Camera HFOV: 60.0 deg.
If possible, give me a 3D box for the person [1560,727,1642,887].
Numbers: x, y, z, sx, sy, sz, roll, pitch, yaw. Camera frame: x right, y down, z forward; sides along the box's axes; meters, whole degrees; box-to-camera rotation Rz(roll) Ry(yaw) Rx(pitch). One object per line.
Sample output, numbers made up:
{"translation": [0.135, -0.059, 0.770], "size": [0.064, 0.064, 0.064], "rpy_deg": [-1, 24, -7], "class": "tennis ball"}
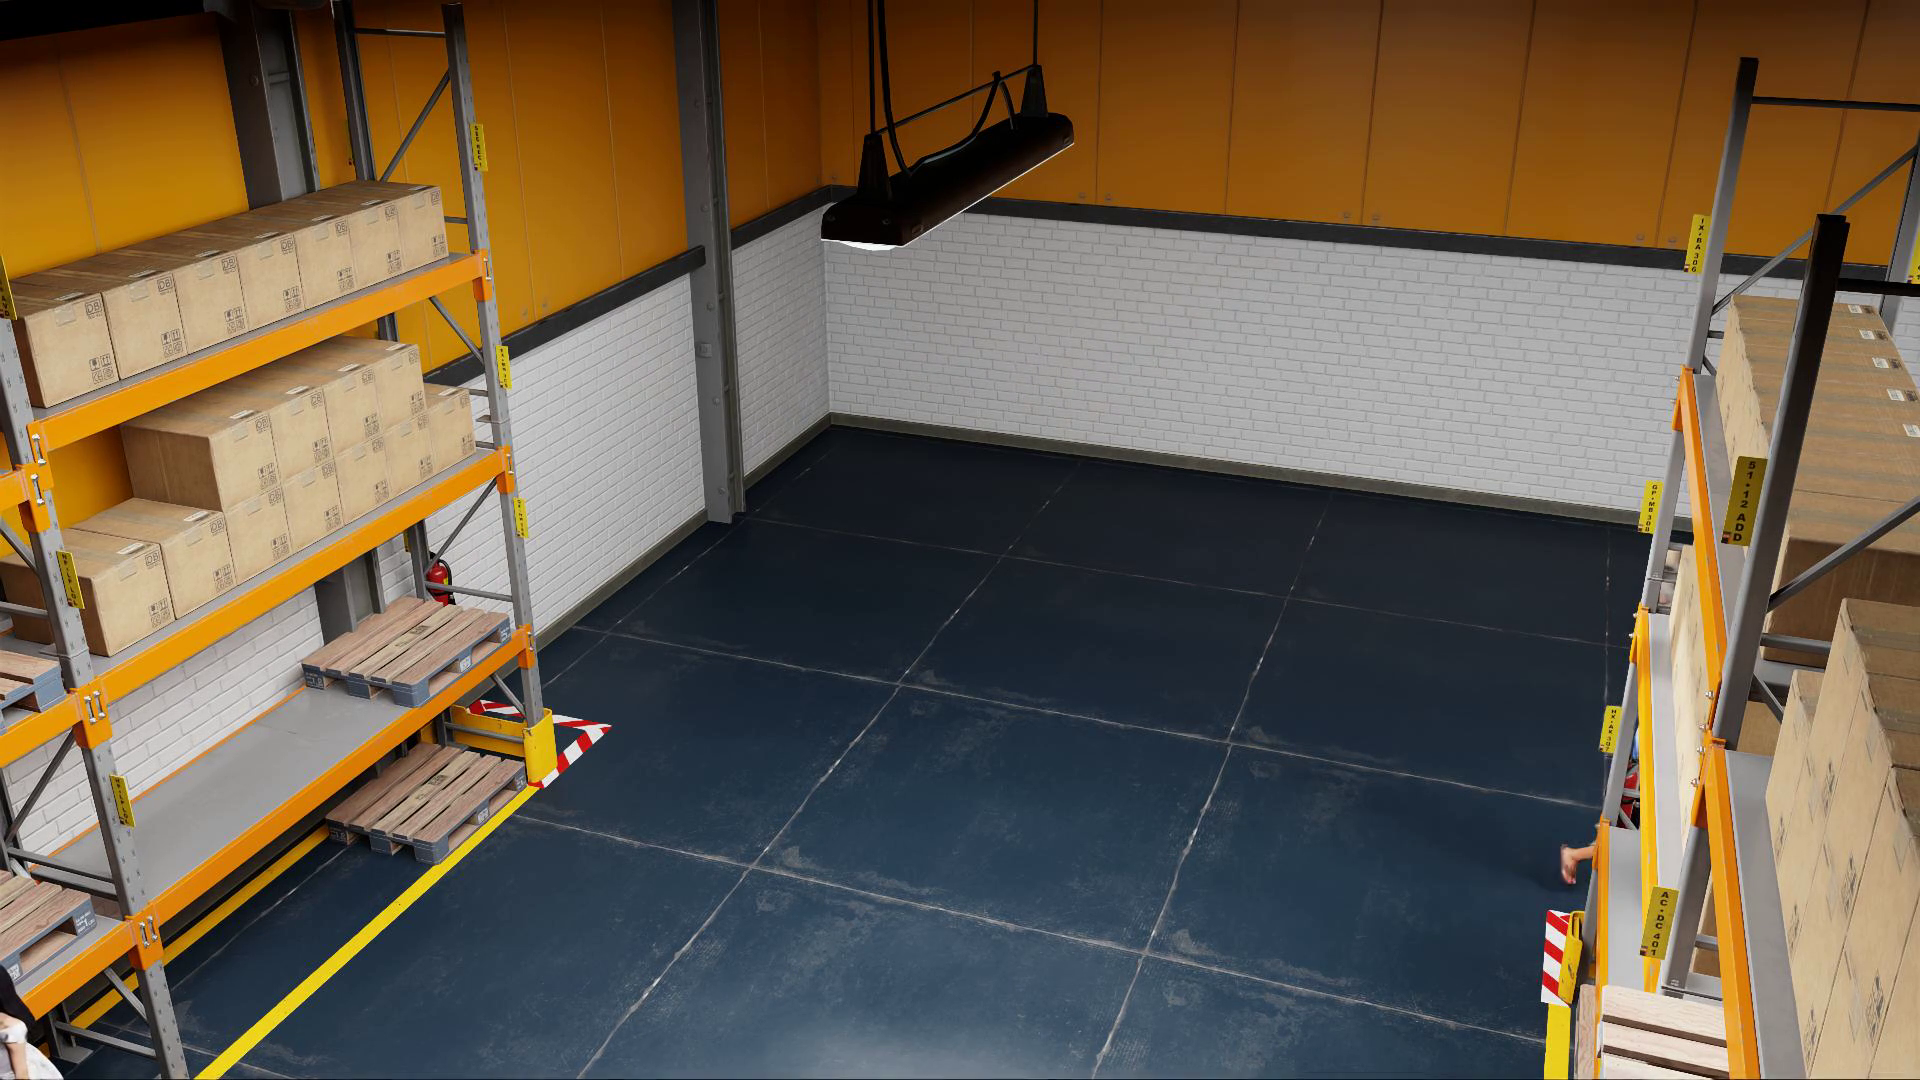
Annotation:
{"translation": [4.694, 1.760, 11.595], "size": [0.978, 1.841, 1.082], "rpy_deg": [21, 31, 39], "class": "person"}
